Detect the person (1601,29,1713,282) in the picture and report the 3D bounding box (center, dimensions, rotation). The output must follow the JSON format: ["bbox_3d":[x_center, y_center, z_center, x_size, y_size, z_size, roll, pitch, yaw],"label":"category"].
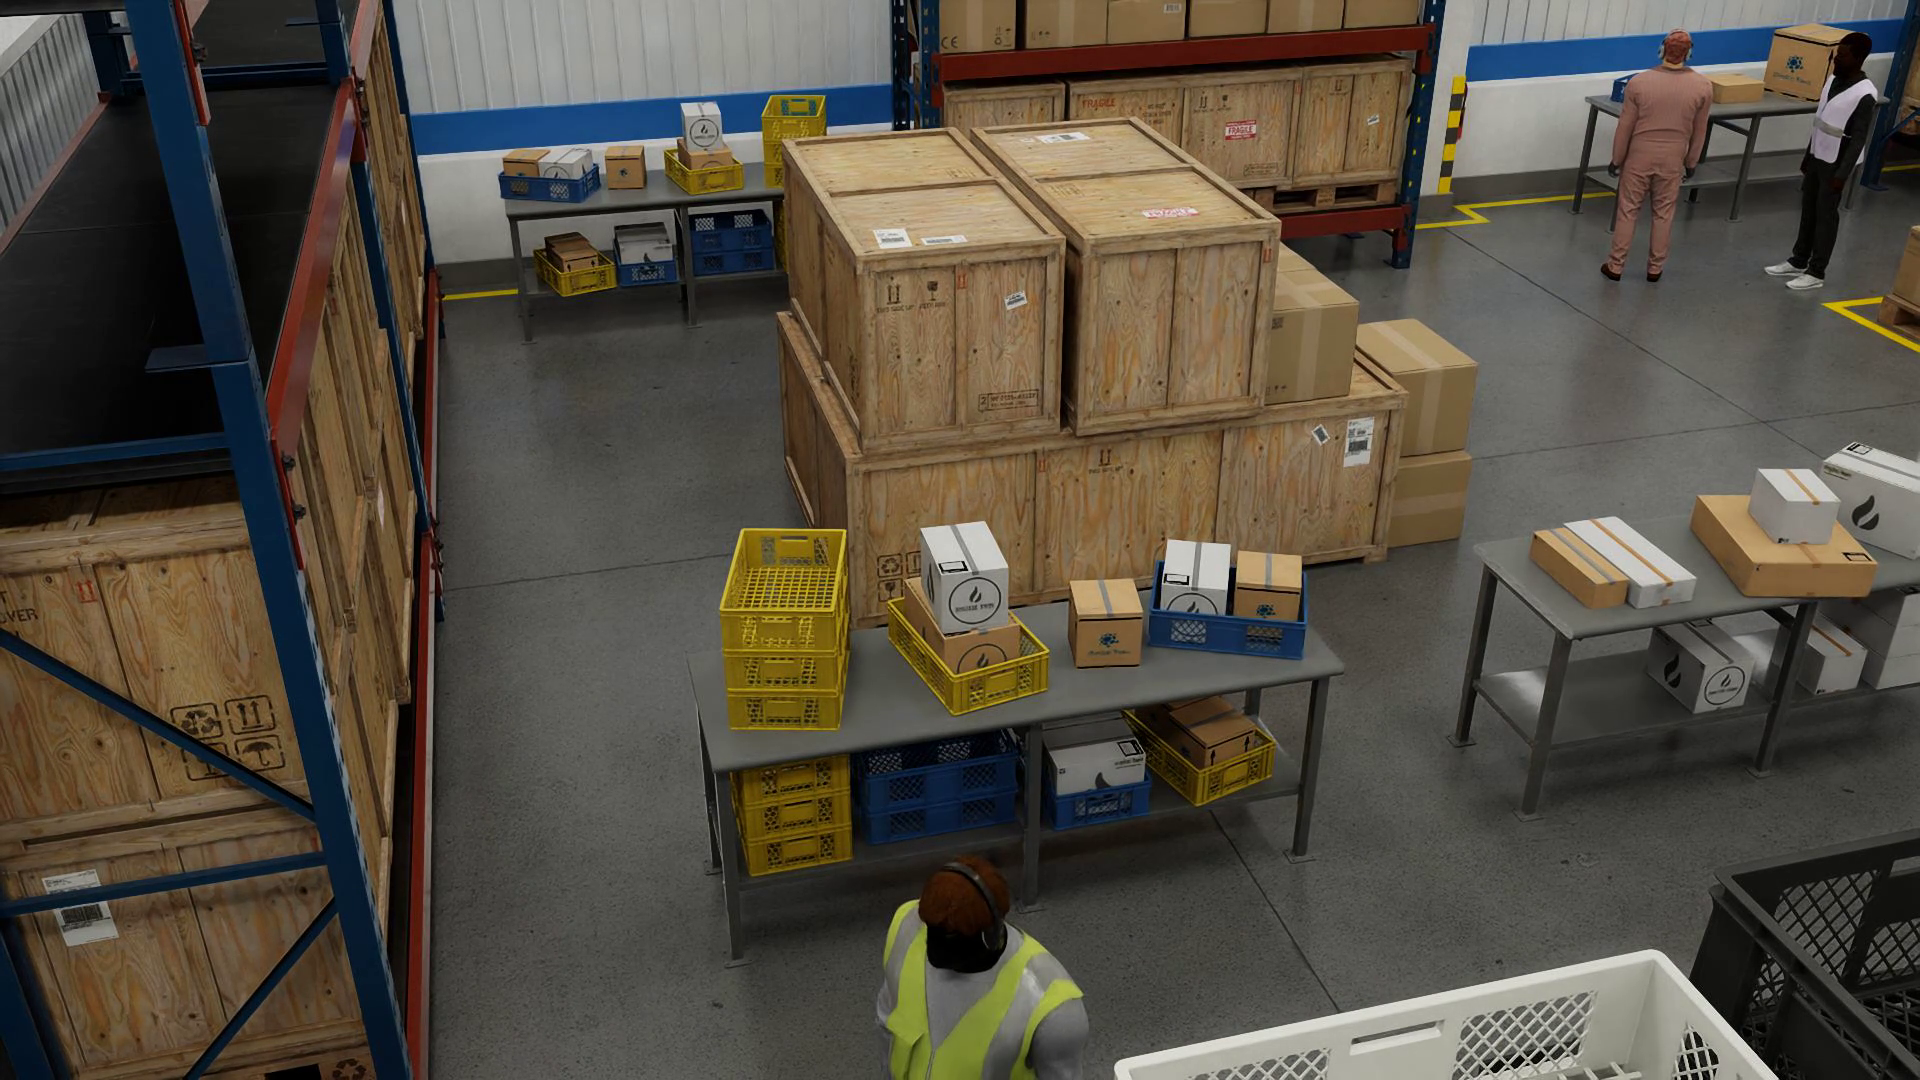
[{"bbox_3d":[5.303,-2.922,12.710,0.653,1.906,0.405,5,29,9],"label":"person"}]

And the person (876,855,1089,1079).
[{"bbox_3d":[0.020,1.605,4.561,0.633,1.839,0.429,20,35,32],"label":"person"}]

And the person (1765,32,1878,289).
[{"bbox_3d":[6.588,-2.863,12.588,0.390,1.920,0.588,-1,29,-2],"label":"person"}]
